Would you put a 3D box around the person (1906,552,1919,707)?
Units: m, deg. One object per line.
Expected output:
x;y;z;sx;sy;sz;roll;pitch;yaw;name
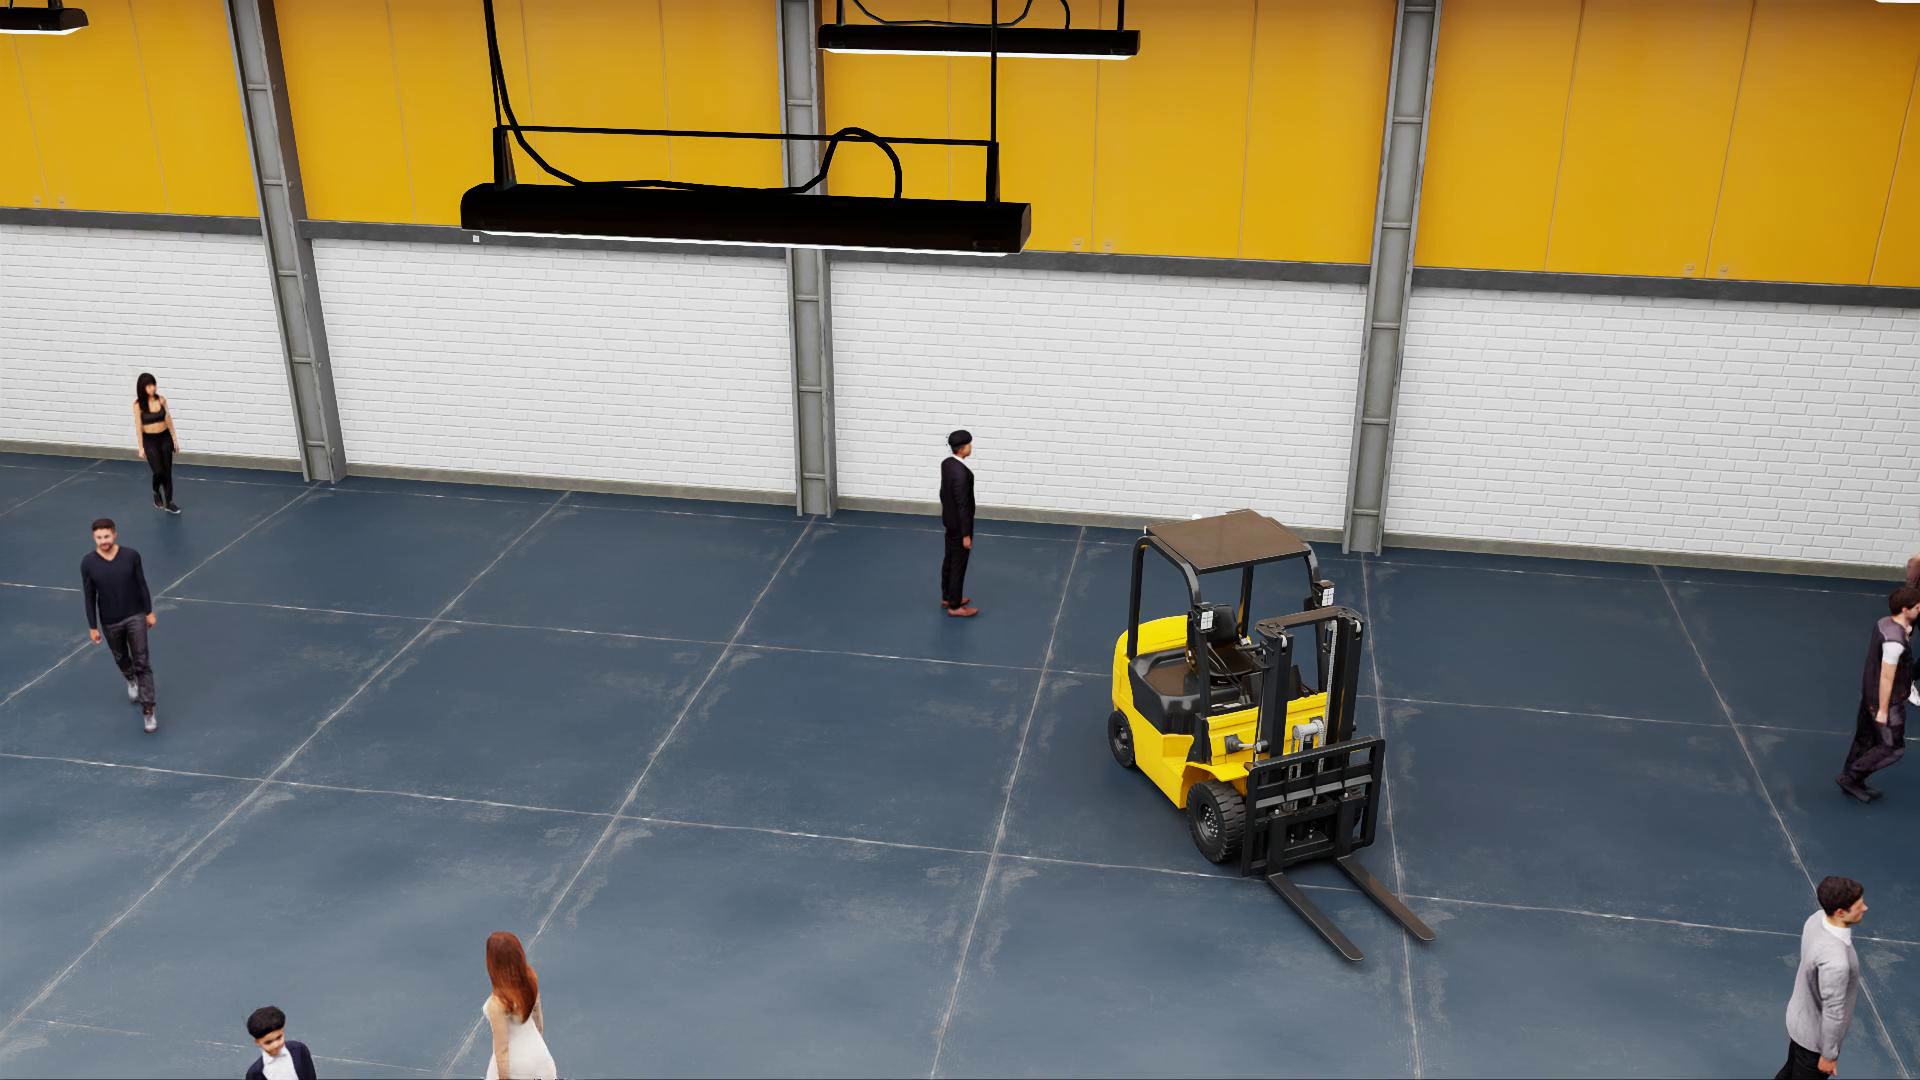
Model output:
8.300;0.617;14.512;0.622;1.686;0.744;-1;24;-2;person

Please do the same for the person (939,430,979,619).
-0.035;-0.174;16.082;0.741;1.879;0.777;-7;25;-16;person

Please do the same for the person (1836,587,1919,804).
7.095;1.208;12.965;0.687;1.844;0.718;8;25;18;person

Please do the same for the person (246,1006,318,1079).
-3.817;3.124;9.373;0.795;1.209;0.901;-21;31;-39;person

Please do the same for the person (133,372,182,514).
-8.960;-1.091;18.481;0.783;1.638;0.720;18;30;36;person

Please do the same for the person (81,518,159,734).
-7.176;0.658;14.245;1.252;1.826;1.192;-10;26;-23;person

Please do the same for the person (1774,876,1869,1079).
4.827;2.726;9.391;0.657;1.924;0.757;7;25;15;person

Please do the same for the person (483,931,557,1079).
-2.369;2.920;9.240;1.079;1.690;0.723;10;26;22;person
